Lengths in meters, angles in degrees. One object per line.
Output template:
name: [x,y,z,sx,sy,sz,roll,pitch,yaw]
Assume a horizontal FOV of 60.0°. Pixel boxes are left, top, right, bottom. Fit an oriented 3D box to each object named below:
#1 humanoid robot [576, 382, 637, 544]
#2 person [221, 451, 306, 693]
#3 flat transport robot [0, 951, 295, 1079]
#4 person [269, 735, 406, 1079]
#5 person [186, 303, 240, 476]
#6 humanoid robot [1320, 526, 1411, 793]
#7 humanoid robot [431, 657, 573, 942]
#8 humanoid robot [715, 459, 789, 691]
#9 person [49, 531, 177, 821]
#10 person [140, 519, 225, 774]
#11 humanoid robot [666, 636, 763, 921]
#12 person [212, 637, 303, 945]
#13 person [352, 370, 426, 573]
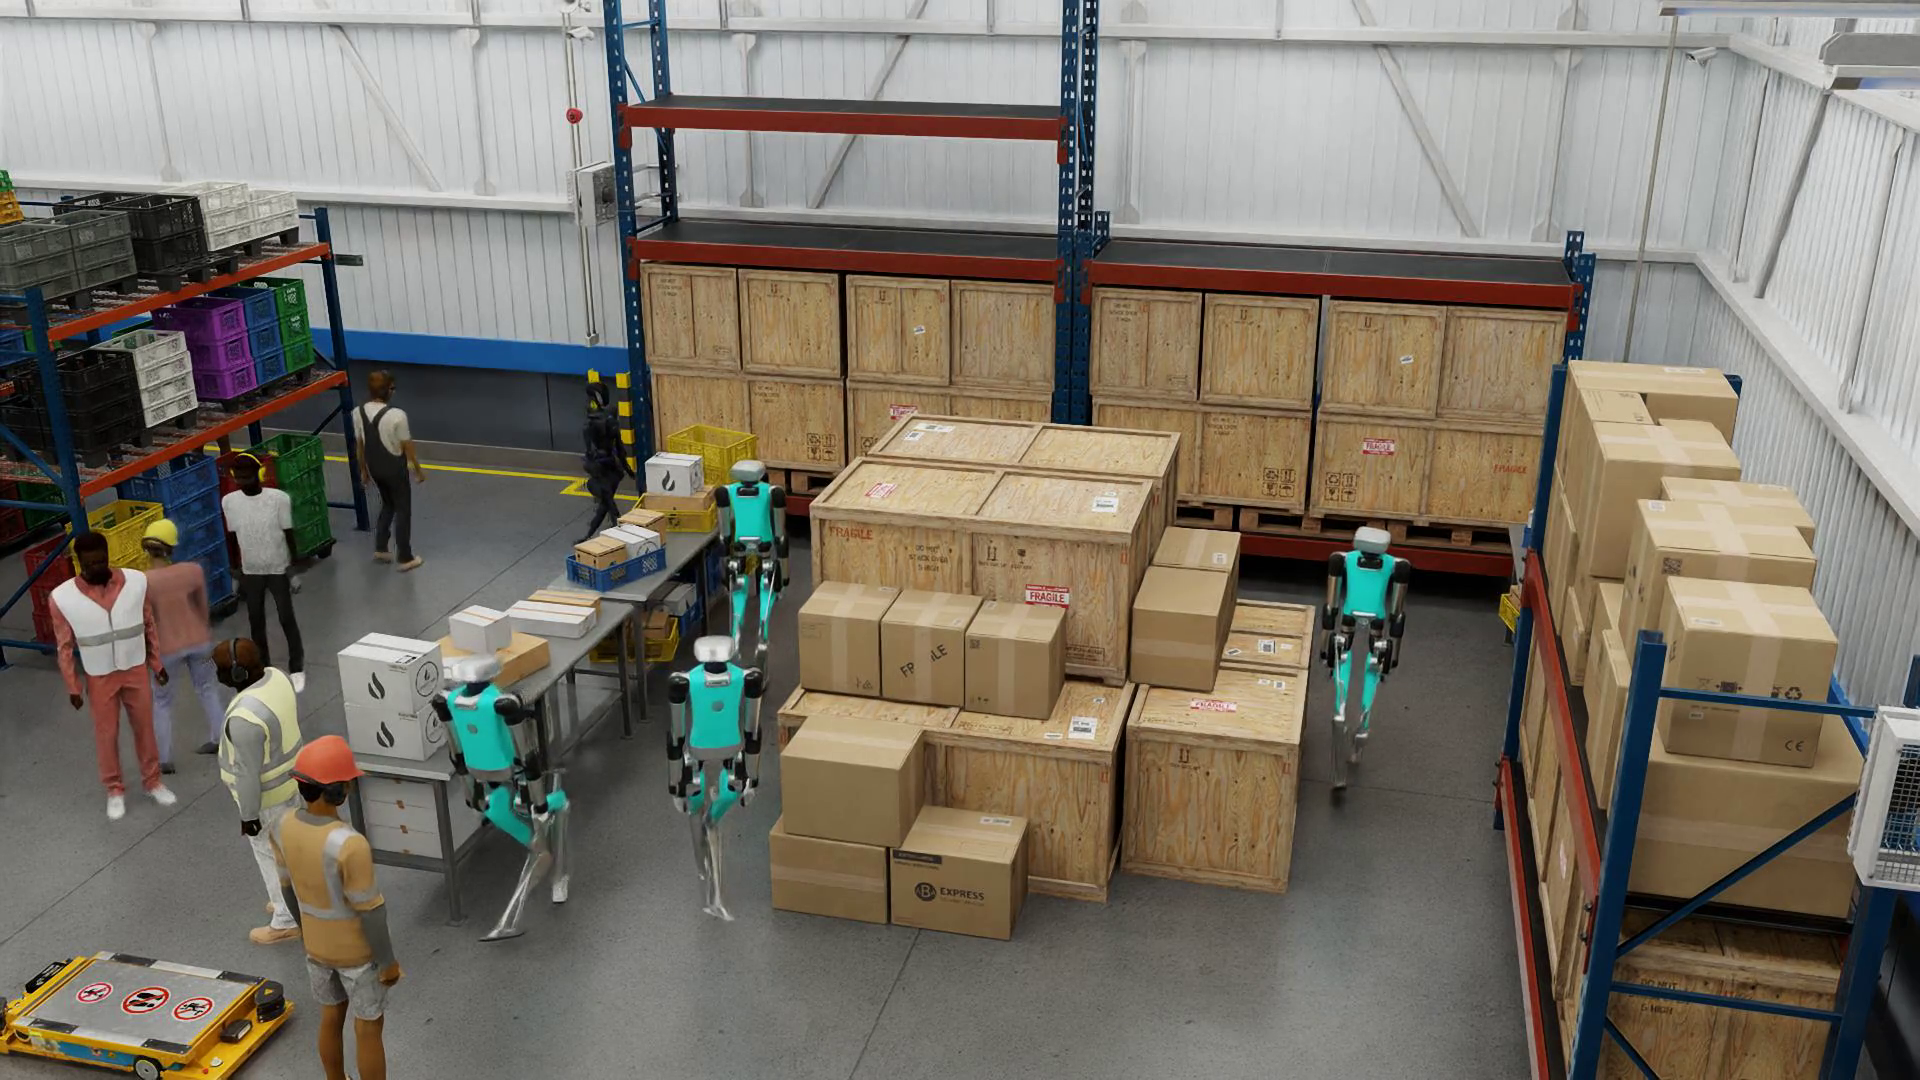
humanoid robot: [-3.148,-0.618,14.775,0.789,1.644,0.602,8,22,19]
person: [-5.096,0.250,12.170,0.516,1.861,0.352,-2,21,-4]
flat transport robot: [-4.270,2.464,8.601,1.431,0.231,0.659,5,22,13]
person: [-2.847,1.850,7.737,0.604,2.035,0.386,12,24,28]
person: [-7.283,-1.333,16.056,0.607,2.039,0.390,-9,23,-22]
humanoid robot: [2.592,0.861,10.809,0.533,1.786,1.013,5,22,13]
humanoid robot: [-2.487,1.373,9.387,0.579,1.743,1.009,7,22,17]
humanoid robot: [-1.535,0.410,12.080,0.543,1.895,0.763,2,21,6]
person: [-5.371,0.831,10.565,0.596,1.915,0.373,-19,28,-40]
person: [-5.266,0.709,11.126,0.542,1.737,0.379,-17,26,-37]
humanoid robot: [-1.445,1.302,9.675,0.567,1.818,0.813,-5,22,-14]
person: [-3.863,1.382,9.248,0.429,1.834,0.631,-1,21,-2]
person: [-4.918,-0.588,14.397,0.507,1.826,0.421,7,22,18]
